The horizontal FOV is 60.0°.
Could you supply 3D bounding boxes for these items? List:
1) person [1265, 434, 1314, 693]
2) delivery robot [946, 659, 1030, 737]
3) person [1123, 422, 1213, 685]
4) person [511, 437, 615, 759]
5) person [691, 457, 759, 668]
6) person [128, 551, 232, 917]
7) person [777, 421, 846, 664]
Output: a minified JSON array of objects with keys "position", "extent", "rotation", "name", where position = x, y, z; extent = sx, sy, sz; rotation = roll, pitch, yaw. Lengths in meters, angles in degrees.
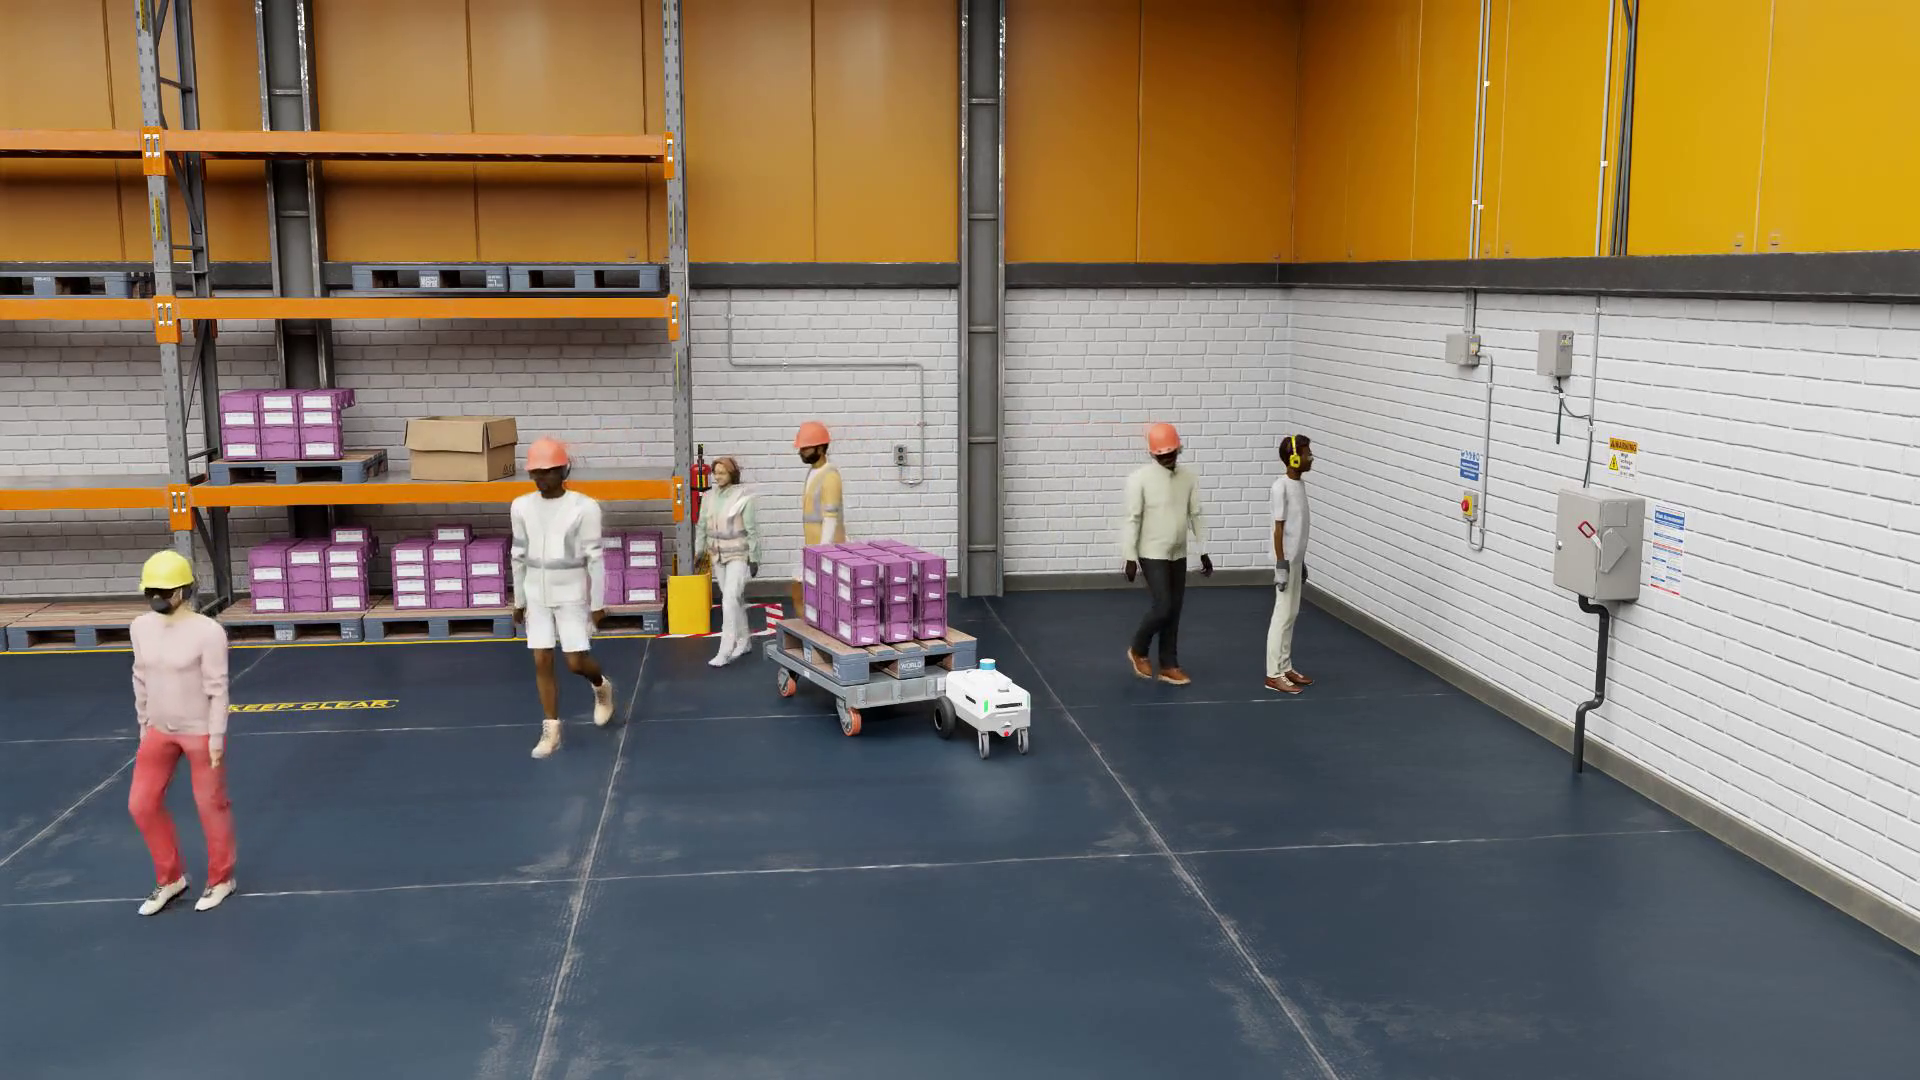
[{"position":[2.421,0.164,12.113],"extent":[0.316,1.874,0.532],"rotation":[5,10,28],"name":"person"},{"position":[0.176,1.007,10.664],"extent":[0.477,0.478,0.707],"rotation":[-3,10,-21],"name":"delivery robot"},{"position":[1.511,0.109,12.162],"extent":[0.644,1.963,0.443],"rotation":[-7,11,-36],"name":"person"},{"position":[-2.527,0.336,10.595],"extent":[0.610,2.021,0.708],"rotation":[2,9,14],"name":"person"},{"position":[-1.842,0.169,12.877],"extent":[0.512,1.610,0.775],"rotation":[6,11,34],"name":"person"},{"position":[-3.679,0.919,7.815],"extent":[0.538,1.748,0.538],"rotation":[2,9,11],"name":"person"},{"position":[-1.149,0.053,12.693],"extent":[0.708,1.910,0.571],"rotation":[-4,10,-22],"name":"person"}]
